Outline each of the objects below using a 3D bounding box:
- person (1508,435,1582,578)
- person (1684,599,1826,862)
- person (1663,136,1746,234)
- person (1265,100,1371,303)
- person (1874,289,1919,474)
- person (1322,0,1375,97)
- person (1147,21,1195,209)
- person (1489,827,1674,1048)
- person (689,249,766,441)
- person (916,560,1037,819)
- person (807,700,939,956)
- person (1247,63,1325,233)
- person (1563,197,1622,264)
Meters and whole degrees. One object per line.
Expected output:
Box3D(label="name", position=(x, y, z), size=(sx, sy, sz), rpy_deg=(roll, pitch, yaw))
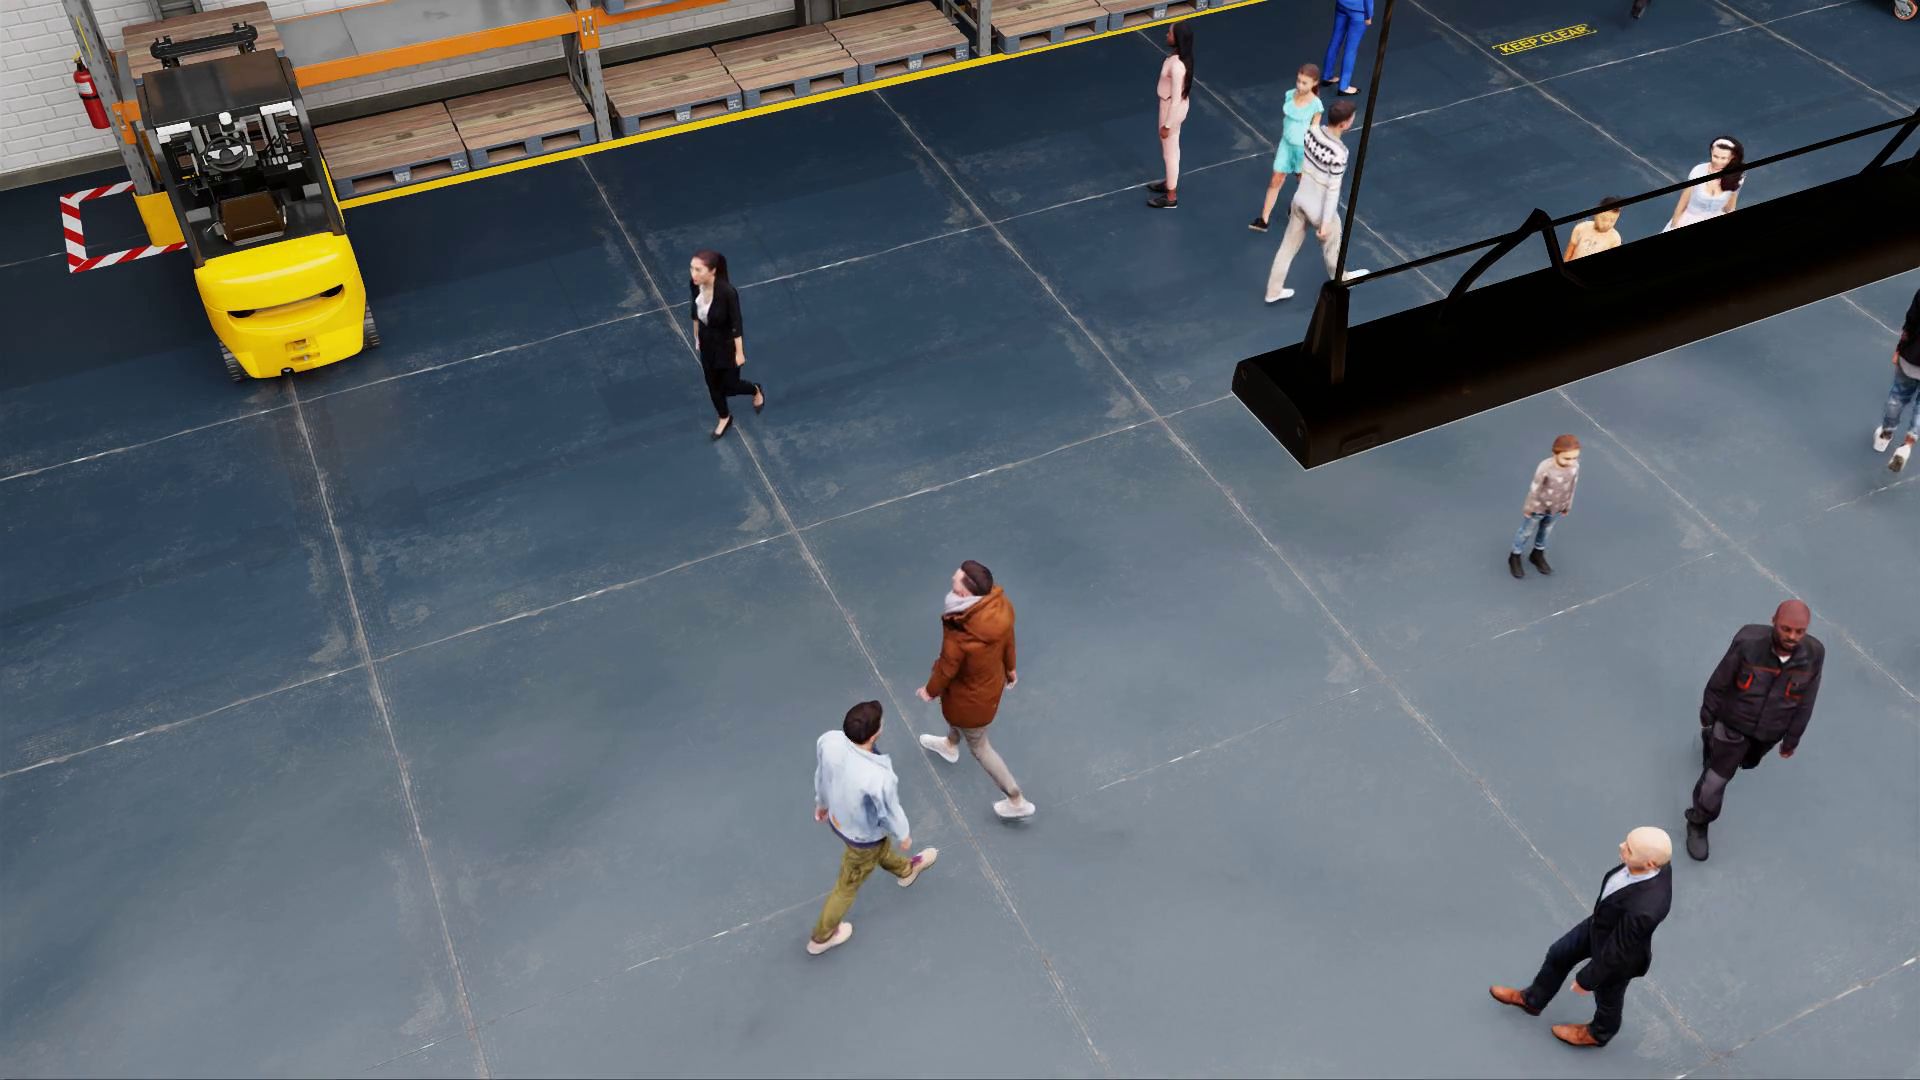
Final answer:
Box3D(label="person", position=(3.962, -0.258, 11.238), size=(0.467, 1.193, 0.582), rpy_deg=(-6, 44, -6))
Box3D(label="person", position=(4.530, 0.941, 9.531), size=(1.207, 1.812, 1.156), rpy_deg=(6, 44, 6))
Box3D(label="person", position=(5.764, -2.395, 13.045), size=(0.955, 1.796, 0.996), rpy_deg=(4, 44, 4))
Box3D(label="person", position=(2.775, -2.655, 13.302), size=(1.126, 1.818, 0.712), rpy_deg=(-21, 47, -20))
Box3D(label="person", position=(6.900, -1.259, 11.855), size=(0.954, 1.792, 1.073), rpy_deg=(27, 50, 25))
Box3D(label="person", position=(3.757, -5.099, 15.952), size=(0.561, 1.701, 0.633), rpy_deg=(-21, 47, -21))
Box3D(label="person", position=(1.854, -3.708, 14.477), size=(0.721, 1.721, 0.701), rpy_deg=(7, 44, 7))
Box3D(label="person", position=(3.384, 2.049, 8.390), size=(1.063, 1.782, 0.992), rpy_deg=(10, 44, 10))
Box3D(label="person", position=(-1.693, -1.452, 12.164), size=(0.788, 1.644, 0.870), rpy_deg=(25, 49, 24))
Box3D(label="person", position=(0.147, 0.896, 9.588), size=(1.150, 1.798, 1.205), rpy_deg=(23, 48, 23))
Box3D(label="person", position=(-0.603, 1.586, 8.895), size=(1.250, 1.755, 0.874), rpy_deg=(-28, 50, -26))
Box3D(label="person", position=(2.948, -3.397, 14.298), size=(0.805, 1.518, 1.087), rpy_deg=(34, 53, 30))
Box3D(label="person", position=(4.870, -2.062, 12.962), size=(0.916, 1.429, 0.995), rpy_deg=(17, 46, 17))
